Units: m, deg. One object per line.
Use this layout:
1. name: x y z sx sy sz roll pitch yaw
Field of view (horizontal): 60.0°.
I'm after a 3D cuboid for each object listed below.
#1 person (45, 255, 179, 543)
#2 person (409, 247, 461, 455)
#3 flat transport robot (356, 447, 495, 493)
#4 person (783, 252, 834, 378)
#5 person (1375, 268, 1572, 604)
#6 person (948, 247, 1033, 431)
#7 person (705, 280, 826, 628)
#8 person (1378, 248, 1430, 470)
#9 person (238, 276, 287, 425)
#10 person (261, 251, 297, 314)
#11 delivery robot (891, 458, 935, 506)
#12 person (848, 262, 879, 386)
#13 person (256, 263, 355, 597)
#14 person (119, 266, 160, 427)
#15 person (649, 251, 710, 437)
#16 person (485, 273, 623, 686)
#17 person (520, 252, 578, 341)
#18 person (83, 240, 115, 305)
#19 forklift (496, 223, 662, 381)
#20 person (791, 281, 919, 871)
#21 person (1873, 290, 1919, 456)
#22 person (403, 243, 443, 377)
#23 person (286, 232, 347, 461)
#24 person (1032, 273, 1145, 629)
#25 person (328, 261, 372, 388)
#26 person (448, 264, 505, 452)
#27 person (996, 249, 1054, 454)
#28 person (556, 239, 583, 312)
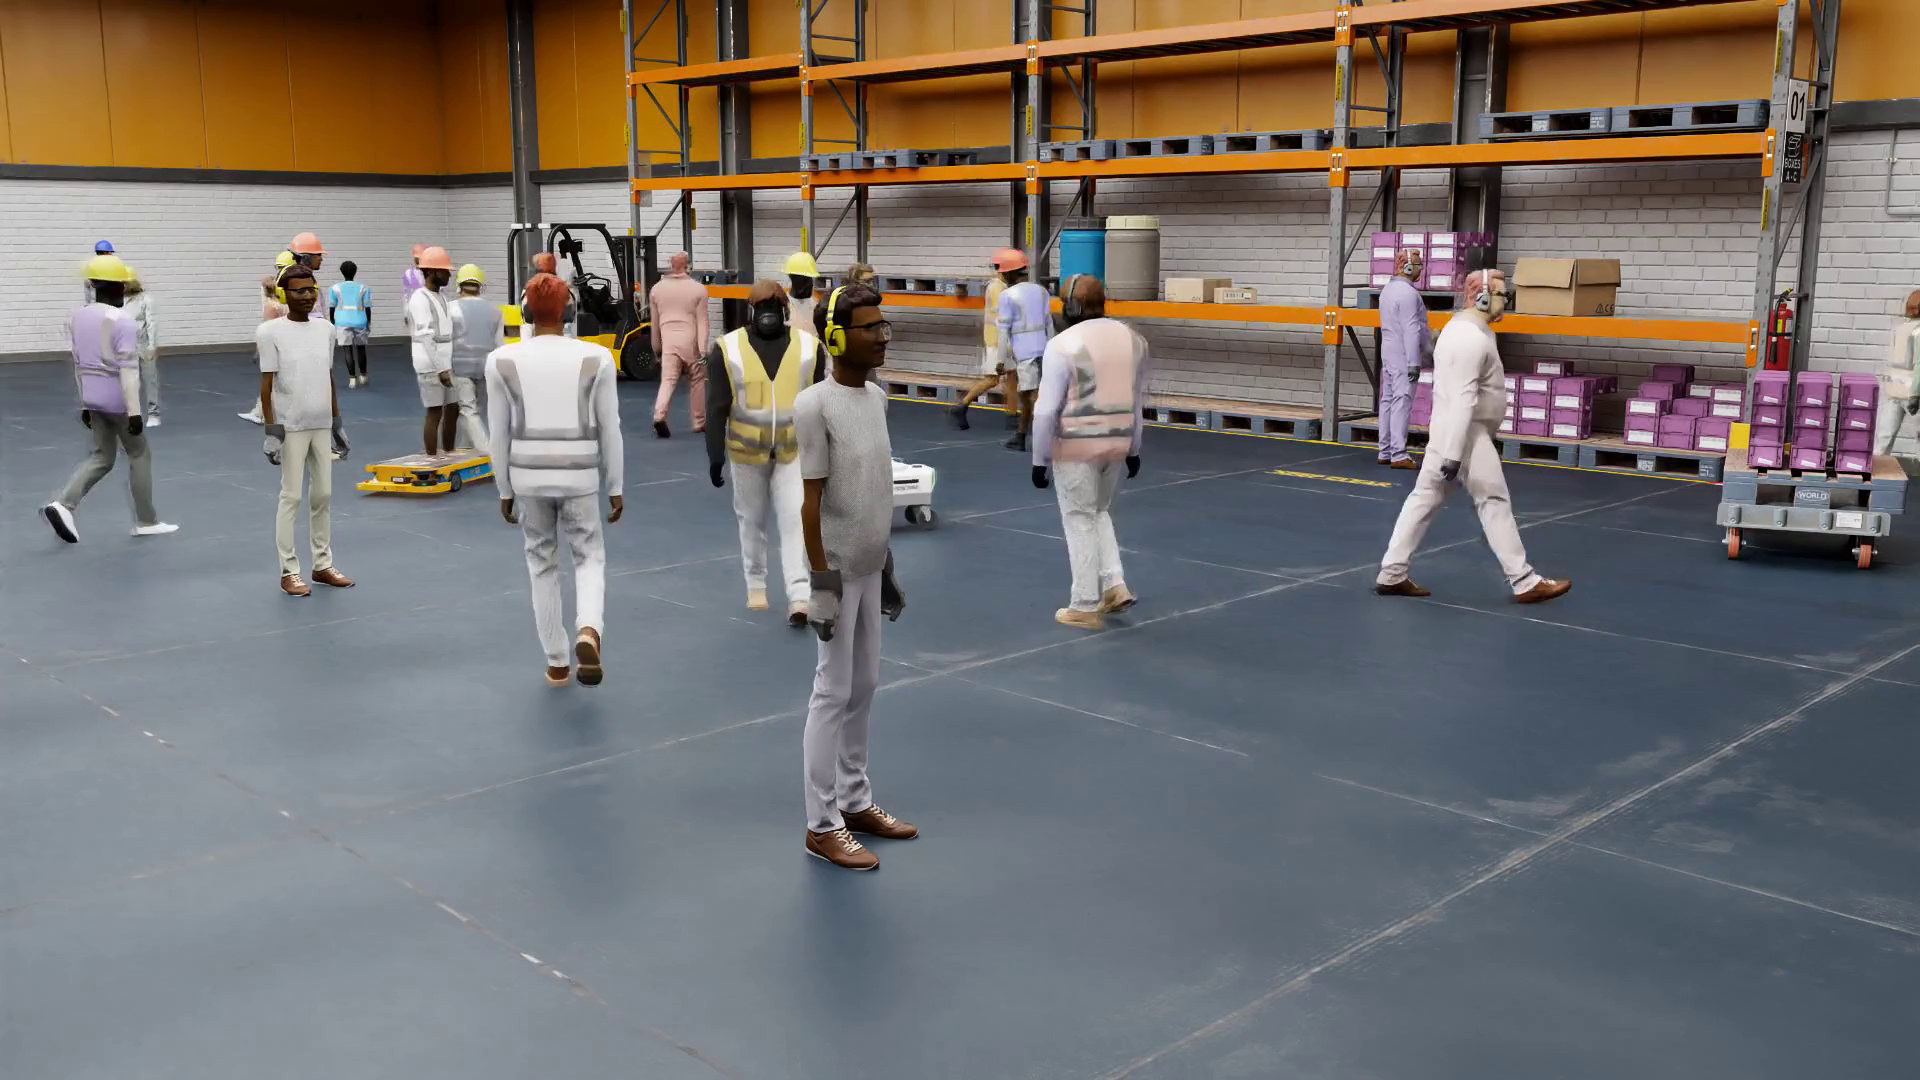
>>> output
1. person: -5.658 -0.923 10.980 0.594 1.903 0.807 5 12 27
2. person: -4.286 -1.431 13.657 0.382 1.933 0.569 1 10 6
3. flat transport robot: -4.205 -0.578 13.528 0.652 0.197 1.431 3 11 15
4. person: -1.213 -1.287 12.987 0.894 1.883 0.603 6 12 31
5. person: 2.823 -0.561 9.161 1.046 1.842 0.637 1 10 3
6. person: 0.335 -2.058 17.153 0.844 1.911 0.545 2 11 11
7. person: -1.000 -0.453 8.702 0.657 1.787 0.971 -2 11 -10
8. person: 3.868 -1.571 14.477 0.410 1.909 0.643 -1 10 -5
9. person: -7.222 -1.966 17.487 0.855 1.595 0.516 -1 10 -6
10. person: -7.888 -2.476 19.613 0.600 1.832 0.404 1 10 3
11. delivery robot: -0.537 -0.387 11.437 0.707 0.478 0.477 -4 11 -20
12. person: -0.946 -1.433 14.015 0.889 1.812 0.512 7 12 32
13. person: -3.706 -0.626 9.428 0.310 1.869 0.532 6 12 31
14. person: -8.617 -1.987 17.319 0.492 1.697 0.896 -2 11 -10
15. person: -2.834 -1.975 16.785 0.652 1.875 0.927 3 11 14
16. person: -1.773 -0.234 7.316 0.576 1.868 0.604 -2 11 -10
17. person: -3.625 -1.616 14.797 0.495 1.875 0.595 10 14 44
18. person: -12.933 -3.558 25.209 0.606 1.944 0.403 1 10 7
19. forklift: -5.316 -3.263 22.920 2.313 2.155 1.214 -10 14 -44
20. person: -0.339 0.111 5.393 0.328 1.877 0.513 5 11 23
21. person: 7.373 -1.104 12.721 0.817 1.599 0.544 1 10 5
22. person: -7.702 -3.310 23.956 0.567 1.910 0.680 -1 10 -5
23. person: -5.811 -1.722 14.930 0.379 2.044 0.607 -9 14 -40
24. person: 0.650 -0.444 8.554 0.654 1.829 0.442 -8 13 -38
25. person: -8.175 -2.886 22.276 0.543 1.669 0.739 -6 12 -28
26. person: -4.121 -1.414 14.039 0.859 1.806 0.590 9 14 41
27. person: 0.574 -1.726 15.370 0.573 1.885 0.835 -10 14 -44
28. person: -6.355 -3.871 26.853 0.618 1.963 0.361 1 10 4
